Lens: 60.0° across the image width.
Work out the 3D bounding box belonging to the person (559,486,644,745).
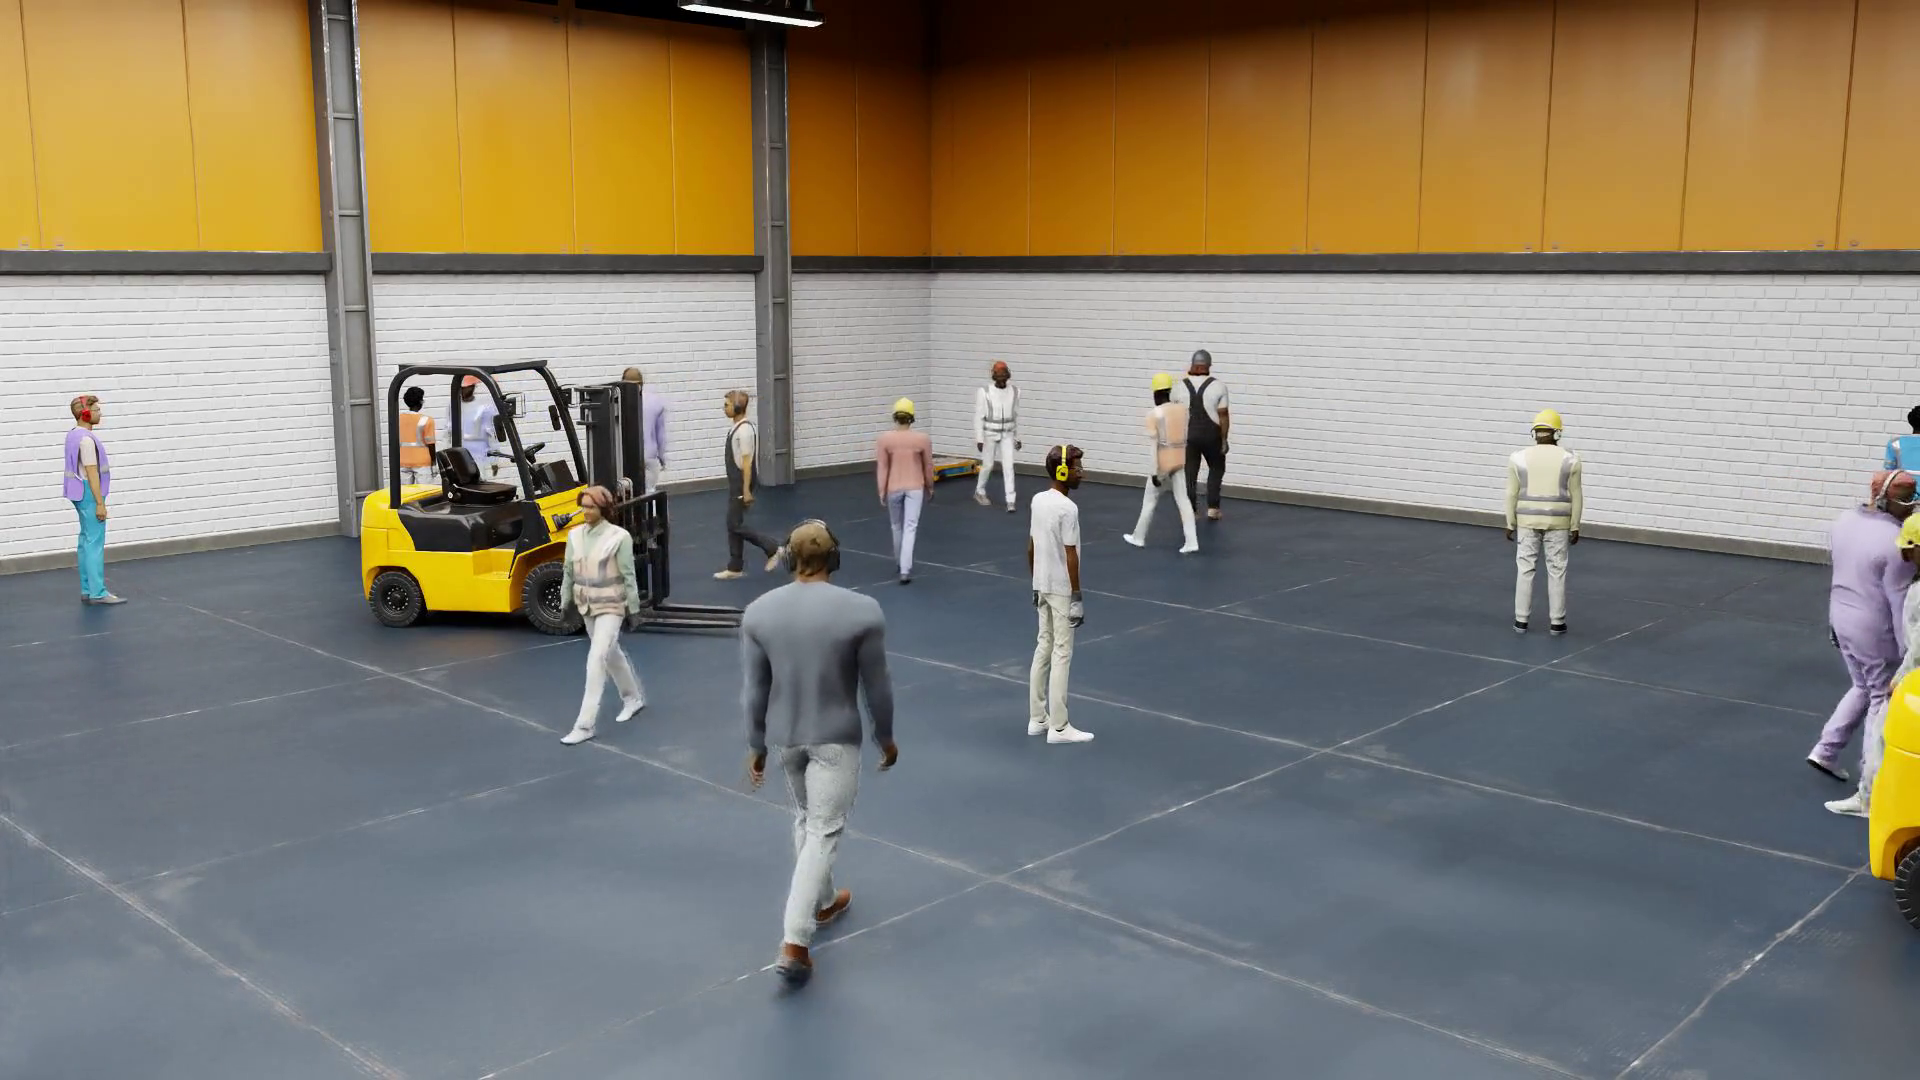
[{"bbox_3d":[-2.279,0.439,10.581,0.531,1.595,0.851,6,11,31],"label":"person"}]

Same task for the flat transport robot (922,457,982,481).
[{"bbox_3d":[-0.303,-1.007,23.496,0.652,0.197,1.431,7,12,37],"label":"flat transport robot"}]

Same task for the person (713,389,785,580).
[{"bbox_3d":[-2.022,-0.519,15.748,0.606,1.829,0.513,-2,9,-11],"label":"person"}]

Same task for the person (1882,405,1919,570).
[{"bbox_3d":[8.864,-0.407,15.460,0.537,1.695,0.320,8,12,40],"label":"person"}]

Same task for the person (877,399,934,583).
[{"bbox_3d":[-0.511,-0.479,15.828,0.525,1.717,0.920,1,9,7],"label":"person"}]

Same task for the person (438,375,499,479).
[{"bbox_3d":[-5.216,-0.849,17.507,0.558,1.906,0.810,3,10,15],"label":"person"}]

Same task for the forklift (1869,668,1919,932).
[{"bbox_3d":[5.205,0.723,7.013,2.313,2.155,1.214,9,13,43],"label":"forklift"}]

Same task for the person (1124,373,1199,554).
[{"bbox_3d":[2.154,-0.803,17.359,0.604,1.872,1.009,-6,11,-31],"label":"person"}]

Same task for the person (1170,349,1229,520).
[{"bbox_3d":[2.839,-1.233,19.470,0.710,2.000,0.673,4,10,23],"label":"person"}]

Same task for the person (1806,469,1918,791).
[{"bbox_3d":[5.116,0.518,9.257,0.473,1.870,0.671,-1,9,-5],"label":"person"}]

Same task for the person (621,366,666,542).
[{"bbox_3d":[-3.387,-0.865,17.566,0.647,1.925,0.512,-6,11,-31],"label":"person"}]

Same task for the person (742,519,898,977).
[{"bbox_3d":[-0.637,0.861,7.096,0.636,1.903,0.982,3,10,20],"label":"person"}]

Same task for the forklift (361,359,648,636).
[{"bbox_3d":[-3.850,-0.407,13.936,2.313,2.155,1.214,2,9,11],"label":"forklift"}]

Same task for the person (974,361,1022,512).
[{"bbox_3d":[0.462,-1.283,20.434,0.630,1.841,0.983,-3,10,-17],"label":"person"}]

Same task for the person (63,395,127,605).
[{"bbox_3d":[-7.656,-0.348,14.627,0.390,1.850,0.565,-8,12,-39],"label":"person"}]

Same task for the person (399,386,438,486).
[{"bbox_3d":[-5.884,-0.814,17.983,0.532,1.691,0.321,3,10,17],"label":"person"}]

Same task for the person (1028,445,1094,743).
[{"bbox_3d":[0.615,0.334,10.406,0.314,1.864,0.532,-5,10,-27],"label":"person"}]

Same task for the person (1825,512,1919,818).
[{"bbox_3d":[4.922,0.701,8.637,0.748,1.702,0.490,3,10,17],"label":"person"}]

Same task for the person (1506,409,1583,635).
[{"bbox_3d":[4.716,-0.141,13.445,0.587,1.822,0.403,4,10,23],"label":"person"}]
